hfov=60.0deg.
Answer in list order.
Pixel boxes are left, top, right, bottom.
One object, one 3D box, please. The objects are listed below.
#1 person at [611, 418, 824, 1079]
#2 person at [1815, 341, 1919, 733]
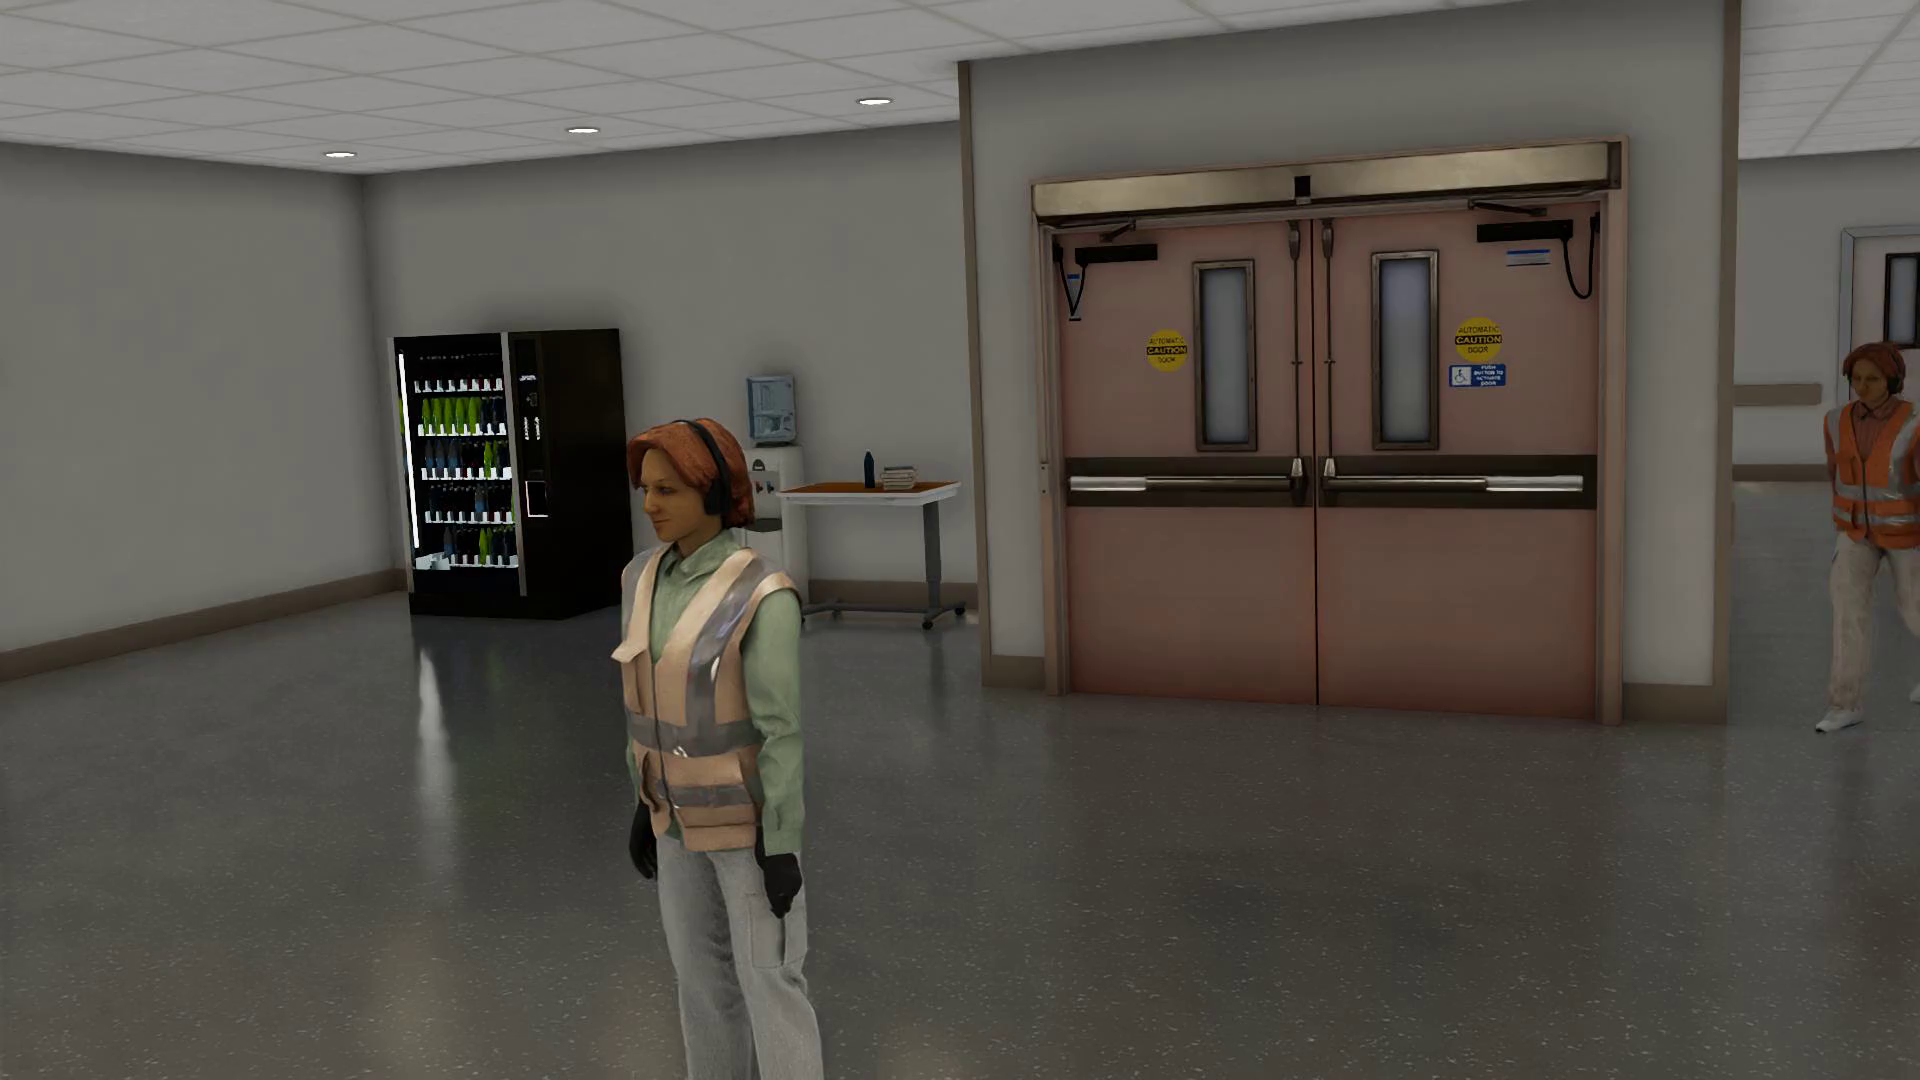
[{"bbox_3d":[-0.473,0.573,3.293,0.315,1.629,0.508,-9,10,-44],"label":"person"},{"bbox_3d":[3.853,-0.032,6.817,0.863,1.585,0.522,-7,9,-32],"label":"person"}]
